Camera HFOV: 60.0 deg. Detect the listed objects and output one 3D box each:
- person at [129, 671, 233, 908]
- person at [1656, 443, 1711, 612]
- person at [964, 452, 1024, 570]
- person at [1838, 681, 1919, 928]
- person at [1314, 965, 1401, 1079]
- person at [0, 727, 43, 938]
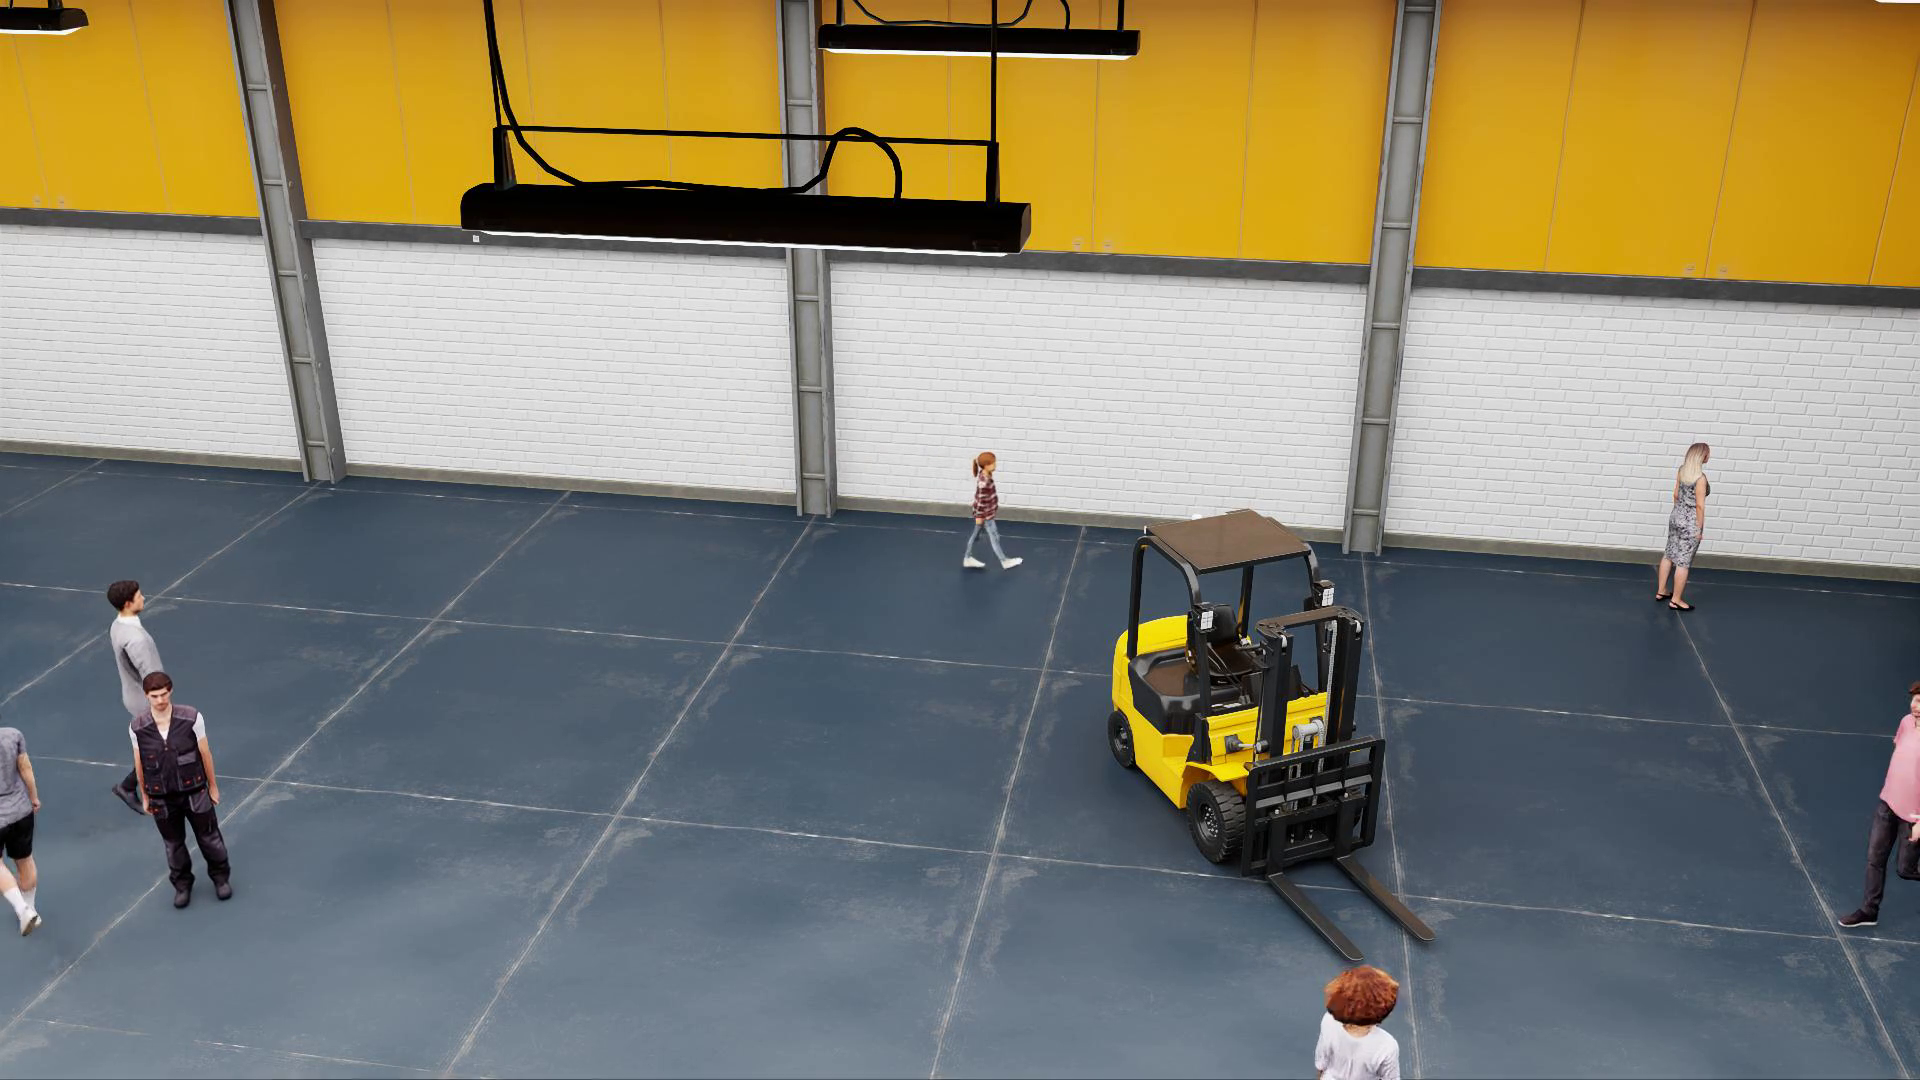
[{"bbox_3d":[-5.510,1.747,11.732,0.698,1.843,0.808,-8,25,-17],"label":"person"},{"bbox_3d":[7.071,-0.148,16.240,0.617,1.706,0.630,-5,24,-12],"label":"person"},{"bbox_3d":[0.183,-0.284,17.083,0.859,1.279,0.601,2,24,4],"label":"person"},{"bbox_3d":[6.583,1.840,11.398,1.097,1.940,0.890,-6,24,-13],"label":"person"},{"bbox_3d":[2.103,3.026,8.971,0.842,1.712,0.734,-20,31,-38],"label":"person"},{"bbox_3d":[-6.515,1.903,11.361,0.973,1.854,0.887,21,31,39],"label":"person"}]
